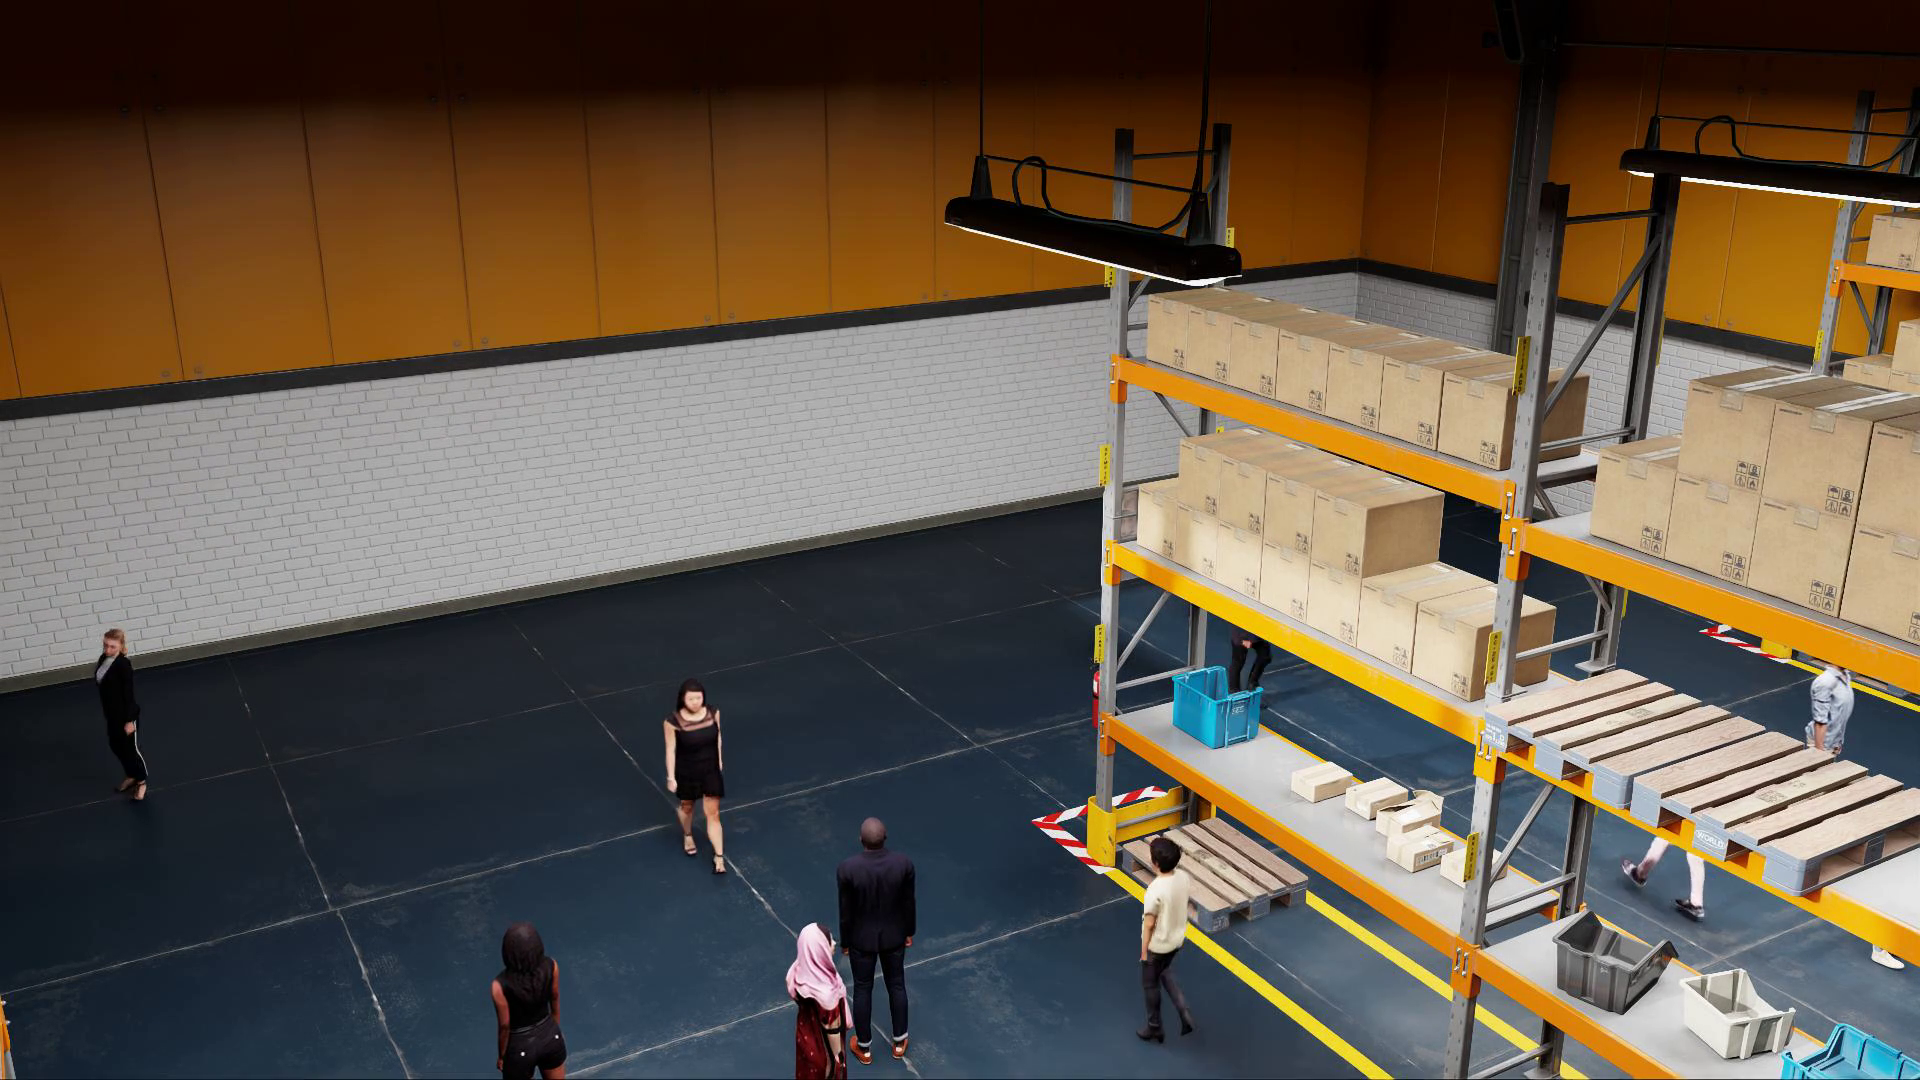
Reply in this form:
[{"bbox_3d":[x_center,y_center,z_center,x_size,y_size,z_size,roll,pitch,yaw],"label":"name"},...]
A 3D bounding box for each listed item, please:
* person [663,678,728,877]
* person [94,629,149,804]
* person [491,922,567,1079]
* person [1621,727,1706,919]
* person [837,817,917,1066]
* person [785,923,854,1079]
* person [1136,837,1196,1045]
[{"bbox_3d":[-2.214,1.910,13.737,0.718,1.678,1.031,-9,21,-25],"label":"person"},{"bbox_3d":[-7.434,1.559,14.769,0.827,1.686,0.666,-18,25,-42],"label":"person"},{"bbox_3d":[-2.606,3.097,10.115,0.642,1.741,0.588,-18,25,-42],"label":"person"},{"bbox_3d":[5.758,2.233,13.038,0.616,1.513,1.034,-8,20,-21],"label":"person"},{"bbox_3d":[-0.560,2.686,11.216,0.757,1.816,0.705,-4,19,-13],"label":"person"},{"bbox_3d":[-0.858,3.095,10.282,0.730,1.637,0.552,-9,20,-24],"label":"person"},{"bbox_3d":[1.435,2.769,11.350,0.749,1.574,0.686,18,25,42],"label":"person"}]
